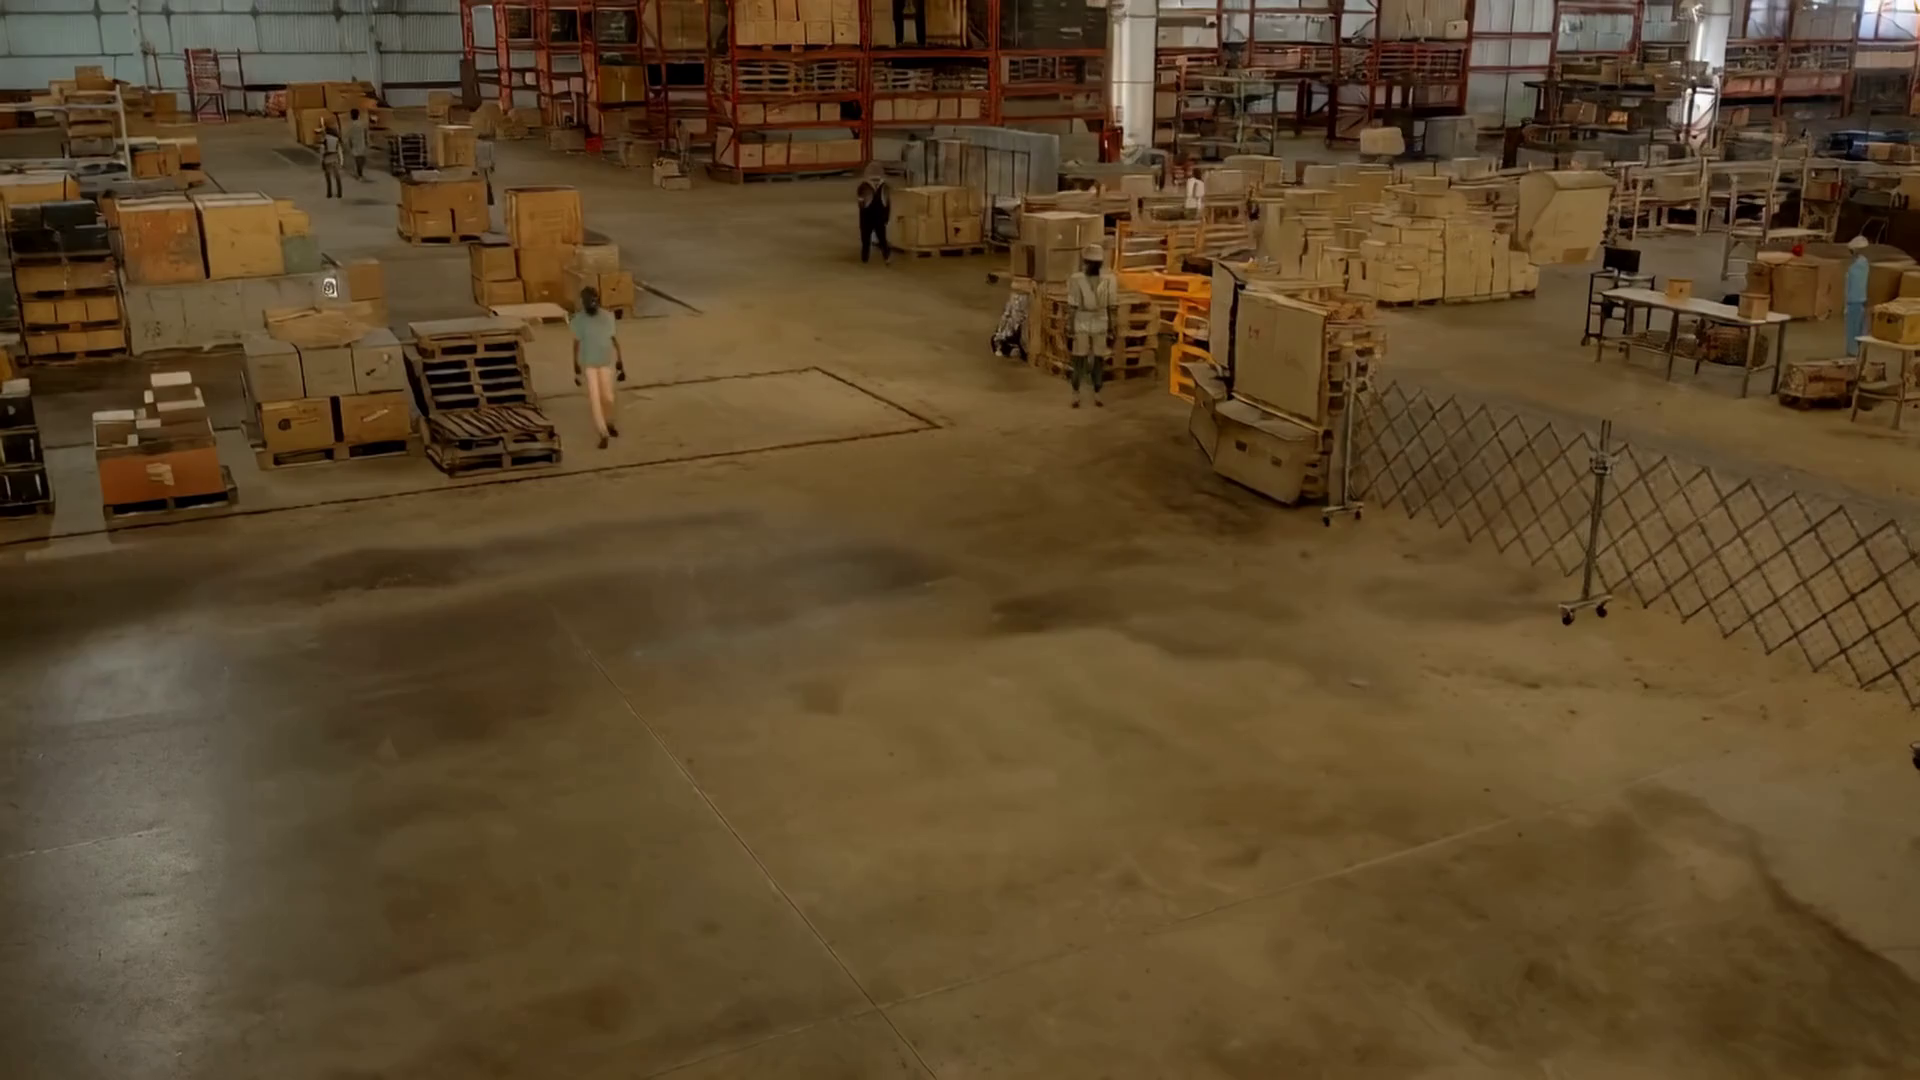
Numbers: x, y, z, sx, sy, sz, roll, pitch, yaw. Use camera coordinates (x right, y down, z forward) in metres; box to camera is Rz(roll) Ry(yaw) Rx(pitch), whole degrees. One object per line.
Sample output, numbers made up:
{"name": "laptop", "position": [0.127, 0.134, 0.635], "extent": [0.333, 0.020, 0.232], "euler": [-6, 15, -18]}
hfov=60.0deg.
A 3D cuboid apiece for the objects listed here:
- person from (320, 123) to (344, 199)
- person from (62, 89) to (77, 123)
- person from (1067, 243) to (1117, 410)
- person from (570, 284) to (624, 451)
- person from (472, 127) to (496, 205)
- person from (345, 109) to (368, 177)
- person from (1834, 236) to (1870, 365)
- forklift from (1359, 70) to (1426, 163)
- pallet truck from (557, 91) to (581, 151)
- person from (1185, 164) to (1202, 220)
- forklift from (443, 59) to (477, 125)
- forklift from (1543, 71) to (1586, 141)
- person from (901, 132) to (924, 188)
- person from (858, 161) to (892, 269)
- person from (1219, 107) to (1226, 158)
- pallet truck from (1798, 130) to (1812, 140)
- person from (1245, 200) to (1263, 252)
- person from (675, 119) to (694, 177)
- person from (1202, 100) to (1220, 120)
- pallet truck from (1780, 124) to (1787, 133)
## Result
{"name": "person", "position": [-16.163, -9.758, 42.829], "extent": [0.569, 1.900, 0.854], "euler": [-12, 21, -33]}
{"name": "person", "position": [-32.213, -15.352, 60.246], "extent": [0.587, 1.920, 0.392], "euler": [17, 24, 42]}
{"name": "person", "position": [1.604, -2.590, 20.256], "extent": [0.605, 2.045, 0.385], "euler": [-1, 18, -3]}
{"name": "person", "position": [-4.062, -1.957, 18.608], "extent": [0.554, 1.848, 0.662], "euler": [-4, 18, -11]}
{"name": "person", "position": [-11.841, -9.290, 41.428], "extent": [0.559, 1.918, 0.867], "euler": [-17, 24, -42]}
{"name": "person", "position": [-17.538, -11.527, 48.290], "extent": [0.610, 1.942, 0.730], "euler": [-12, 21, -32]}
{"name": "person", "position": [12.262, -3.287, 22.881], "extent": [0.326, 1.765, 0.533], "euler": [13, 22, 34]}
{"name": "forklift", "position": [13.795, -13.454, 52.778], "extent": [1.873, 2.768, 1.129], "euler": [-8, 19, -23]}
{"name": "pallet truck", "position": [-13.495, -14.412, 57.188], "extent": [0.823, 1.965, 1.885], "euler": [-3, 18, -9]}
{"name": "person", "position": [4.749, -6.855, 34.137], "extent": [0.547, 1.680, 0.548], "euler": [-8, 19, -23]}
{"name": "forklift", "position": [-19.045, -17.199, 64.454], "extent": [1.873, 2.768, 1.129], "euler": [-9, 20, -26]}
{"name": "forklift", "position": [18.685, -13.231, 52.085], "extent": [1.873, 2.768, 1.129], "euler": [-9, 20, -26]}
{"name": "person", "position": [-1.178, -9.124, 40.998], "extent": [0.627, 1.809, 0.431], "euler": [7, 19, 22]}
{"name": "person", "position": [-1.594, -6.151, 31.363], "extent": [0.690, 2.000, 0.984], "euler": [-8, 20, -25]}
{"name": "person", "position": [8.436, -13.115, 53.645], "extent": [0.540, 1.673, 0.430], "euler": [-10, 21, -30]}
{"name": "pallet truck", "position": [25.526, -11.556, 49.408], "extent": [1.630, 1.274, 0.653], "euler": [-9, 20, -26]}
{"name": "person", "position": [4.716, -4.515, 26.619], "extent": [0.959, 1.835, 0.530], "euler": [4, 18, 13]}
{"name": "person", "position": [-8.024, -11.417, 48.417], "extent": [0.535, 1.647, 0.872], "euler": [3, 18, 8]}
{"name": "person", "position": [8.821, -14.766, 58.527], "extent": [0.633, 1.864, 1.005], "euler": [1, 18, 3]}
{"name": "pallet truck", "position": [25.206, -12.542, 52.601], "extent": [1.601, 1.201, 0.680], "euler": [0, 18, -2]}
